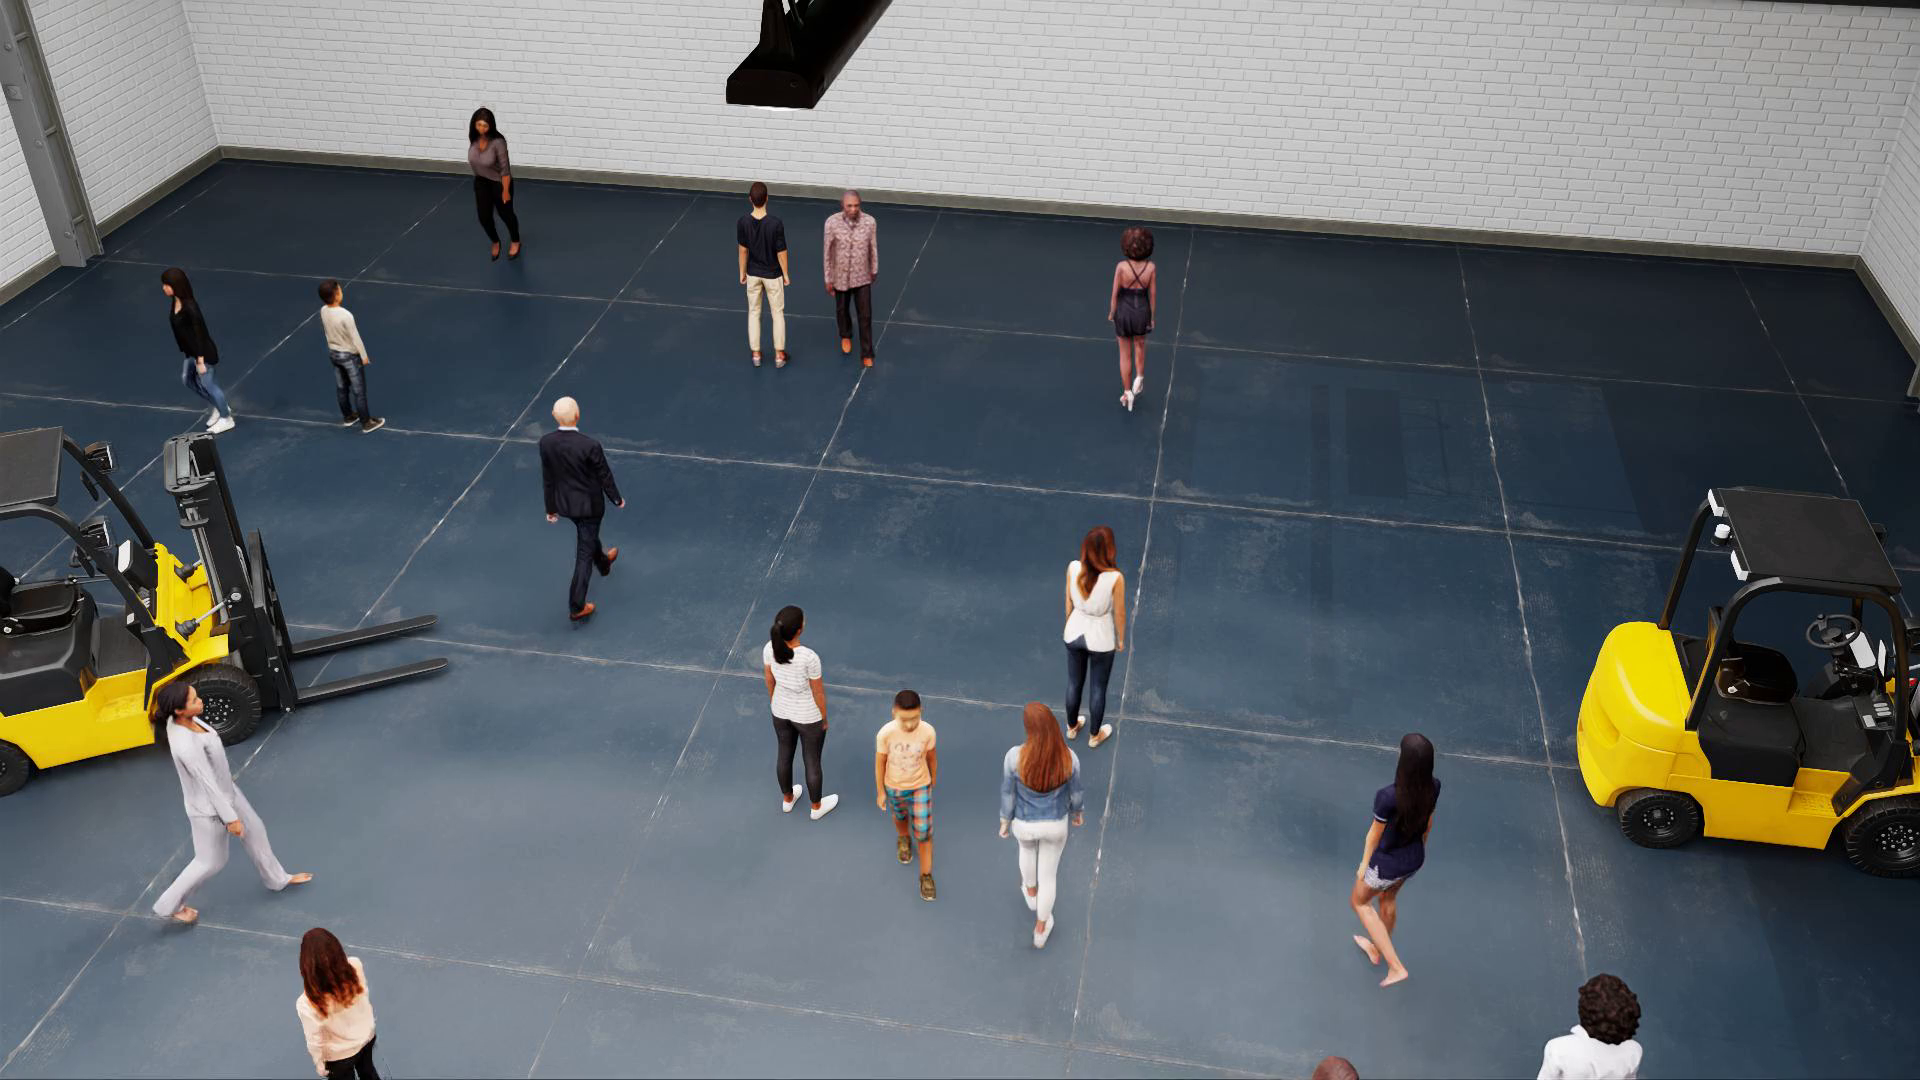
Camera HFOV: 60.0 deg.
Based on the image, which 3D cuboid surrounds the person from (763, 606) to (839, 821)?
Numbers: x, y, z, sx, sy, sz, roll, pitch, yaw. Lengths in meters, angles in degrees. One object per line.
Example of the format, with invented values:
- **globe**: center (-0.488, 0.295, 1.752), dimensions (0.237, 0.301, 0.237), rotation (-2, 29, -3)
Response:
- **person**: center (-1.056, 1.115, 10.785), dimensions (0.623, 1.646, 0.607), rotation (15, 37, 22)

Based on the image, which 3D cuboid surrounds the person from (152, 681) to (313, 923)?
- **person**: center (-4.586, 1.606, 9.995), dimensions (1.113, 1.703, 1.171), rotation (-13, 36, -19)

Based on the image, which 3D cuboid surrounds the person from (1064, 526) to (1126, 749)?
- **person**: center (0.877, 0.672, 11.327), dimensions (0.647, 1.783, 0.622), rotation (15, 37, 22)

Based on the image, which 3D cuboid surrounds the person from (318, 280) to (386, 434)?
- **person**: center (-5.610, -1.677, 15.153), dimensions (0.603, 1.461, 0.590), rotation (16, 37, 23)

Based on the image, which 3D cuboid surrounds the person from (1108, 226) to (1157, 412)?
- **person**: center (1.608, -2.000, 15.355), dimensions (0.651, 1.774, 0.731), rotation (-5, 34, -8)

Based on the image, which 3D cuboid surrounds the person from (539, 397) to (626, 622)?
- **person**: center (-2.915, -0.211, 12.679), dimensions (0.810, 1.758, 1.243), rotation (11, 35, 16)

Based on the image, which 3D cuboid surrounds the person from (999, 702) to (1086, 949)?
- **person**: center (0.464, 1.745, 9.811), dimensions (0.691, 1.675, 0.797), rotation (3, 34, 5)

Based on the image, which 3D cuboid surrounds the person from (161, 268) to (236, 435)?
- **person**: center (-6.842, -1.745, 15.097), dimensions (0.729, 1.635, 0.692), rotation (-28, 43, -35)

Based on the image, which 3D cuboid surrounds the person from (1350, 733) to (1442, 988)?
- **person**: center (2.522, 1.891, 9.524), dimensions (0.812, 1.750, 0.907), rotation (-13, 36, -19)

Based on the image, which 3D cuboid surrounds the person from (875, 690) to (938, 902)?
- **person**: center (-0.343, 1.476, 10.430), dimensions (0.671, 1.437, 0.955), rotation (-1, 34, -2)

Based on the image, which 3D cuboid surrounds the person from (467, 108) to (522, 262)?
- **person**: center (-5.066, -3.883, 18.164), dimensions (0.719, 1.802, 0.778), rotation (18, 38, 25)

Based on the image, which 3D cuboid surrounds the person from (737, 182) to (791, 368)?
- **person**: center (-1.899, -2.569, 16.142), dimensions (0.643, 1.850, 0.556), rotation (4, 34, 6)

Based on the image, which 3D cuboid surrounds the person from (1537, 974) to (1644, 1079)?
- **person**: center (2.998, 2.803, 8.098), dimensions (0.663, 1.809, 0.616), rotation (1, 34, 1)

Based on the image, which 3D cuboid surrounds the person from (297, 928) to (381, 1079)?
- **person**: center (-3.180, 2.618, 8.683), dimensions (0.698, 1.471, 0.574), rotation (11, 35, 16)

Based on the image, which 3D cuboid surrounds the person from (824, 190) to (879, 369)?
- **person**: center (-1.081, -2.609, 16.281), dimensions (0.880, 1.763, 1.209), rotation (-3, 34, -4)
